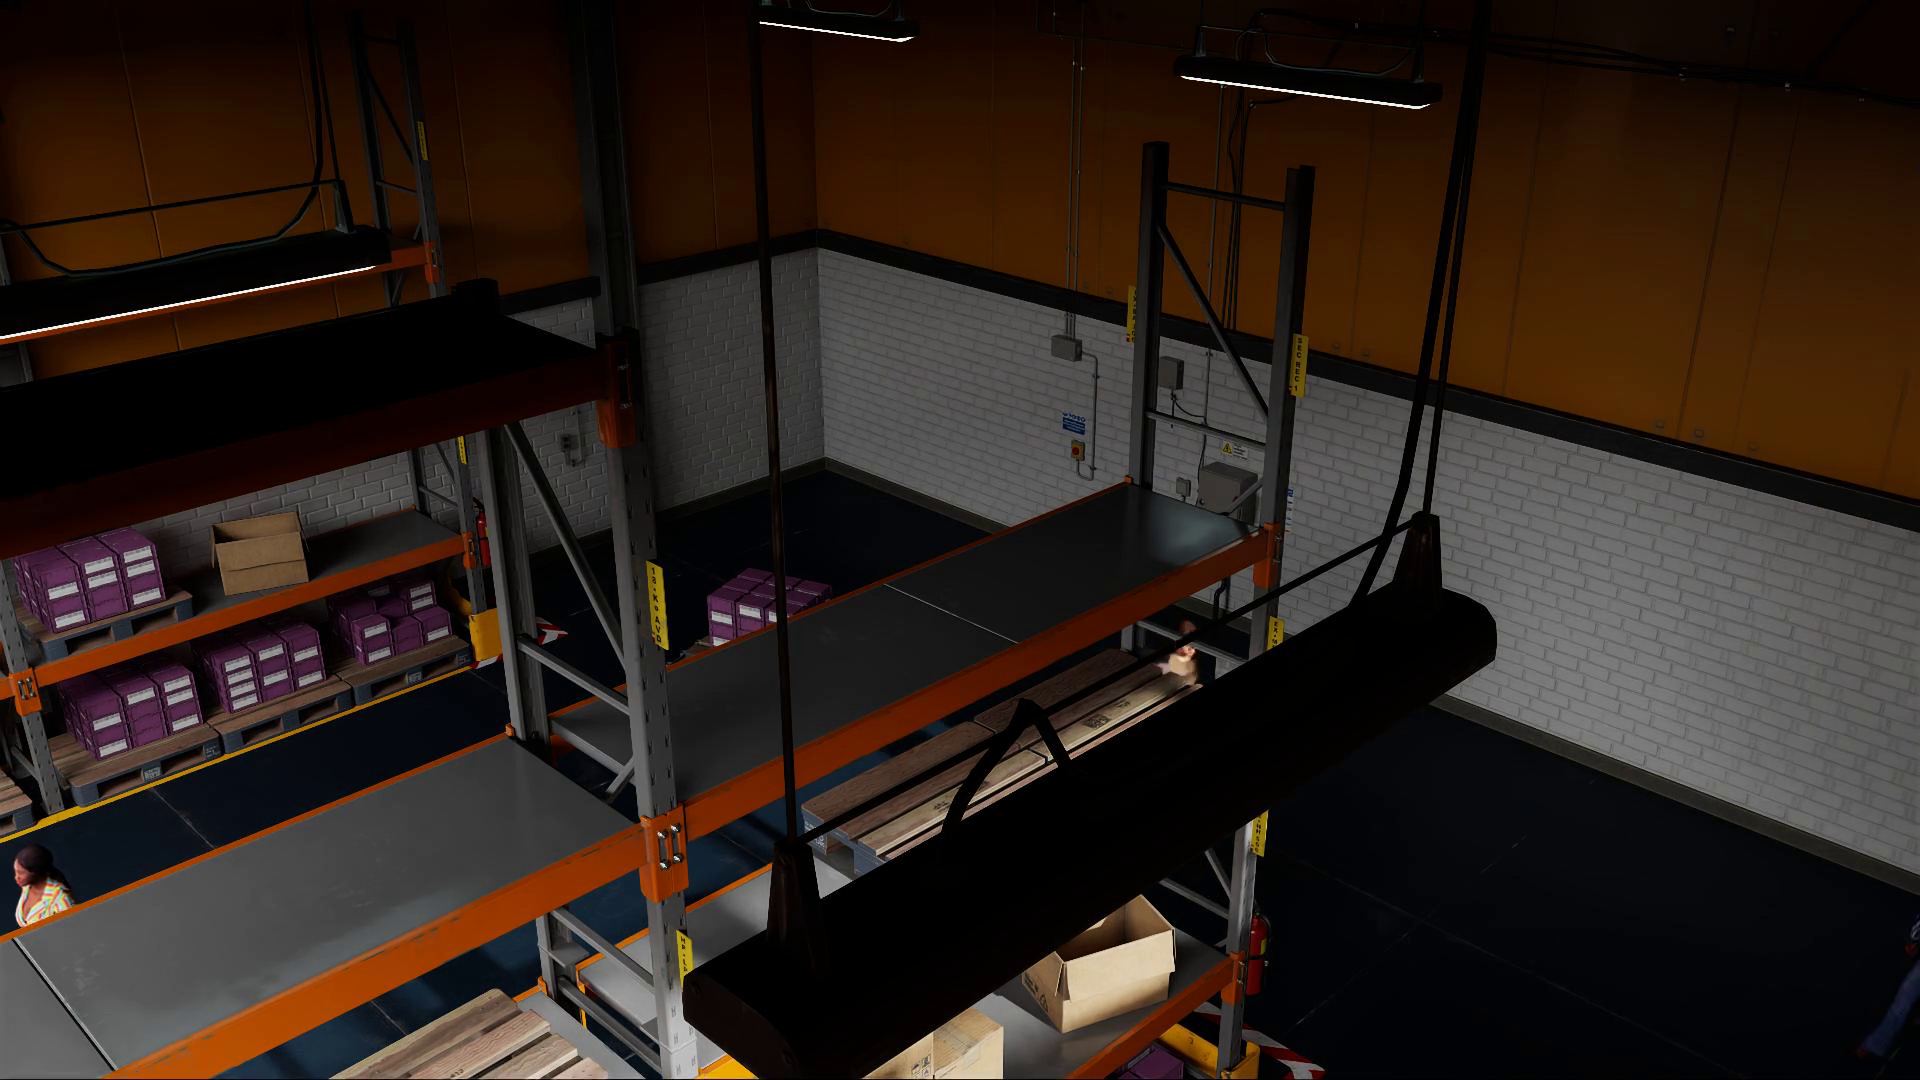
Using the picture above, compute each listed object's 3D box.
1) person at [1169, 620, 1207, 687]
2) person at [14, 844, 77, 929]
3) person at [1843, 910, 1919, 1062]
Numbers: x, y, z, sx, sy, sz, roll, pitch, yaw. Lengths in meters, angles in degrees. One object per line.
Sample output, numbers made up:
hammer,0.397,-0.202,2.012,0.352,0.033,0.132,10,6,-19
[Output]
person,1.657,1.414,13.457,1.252,1.805,0.946,-18,29,-35
person,-5.683,2.691,10.556,0.670,1.791,0.653,11,26,23
person,6.372,2.675,10.641,1.148,1.750,1.171,3,24,8
